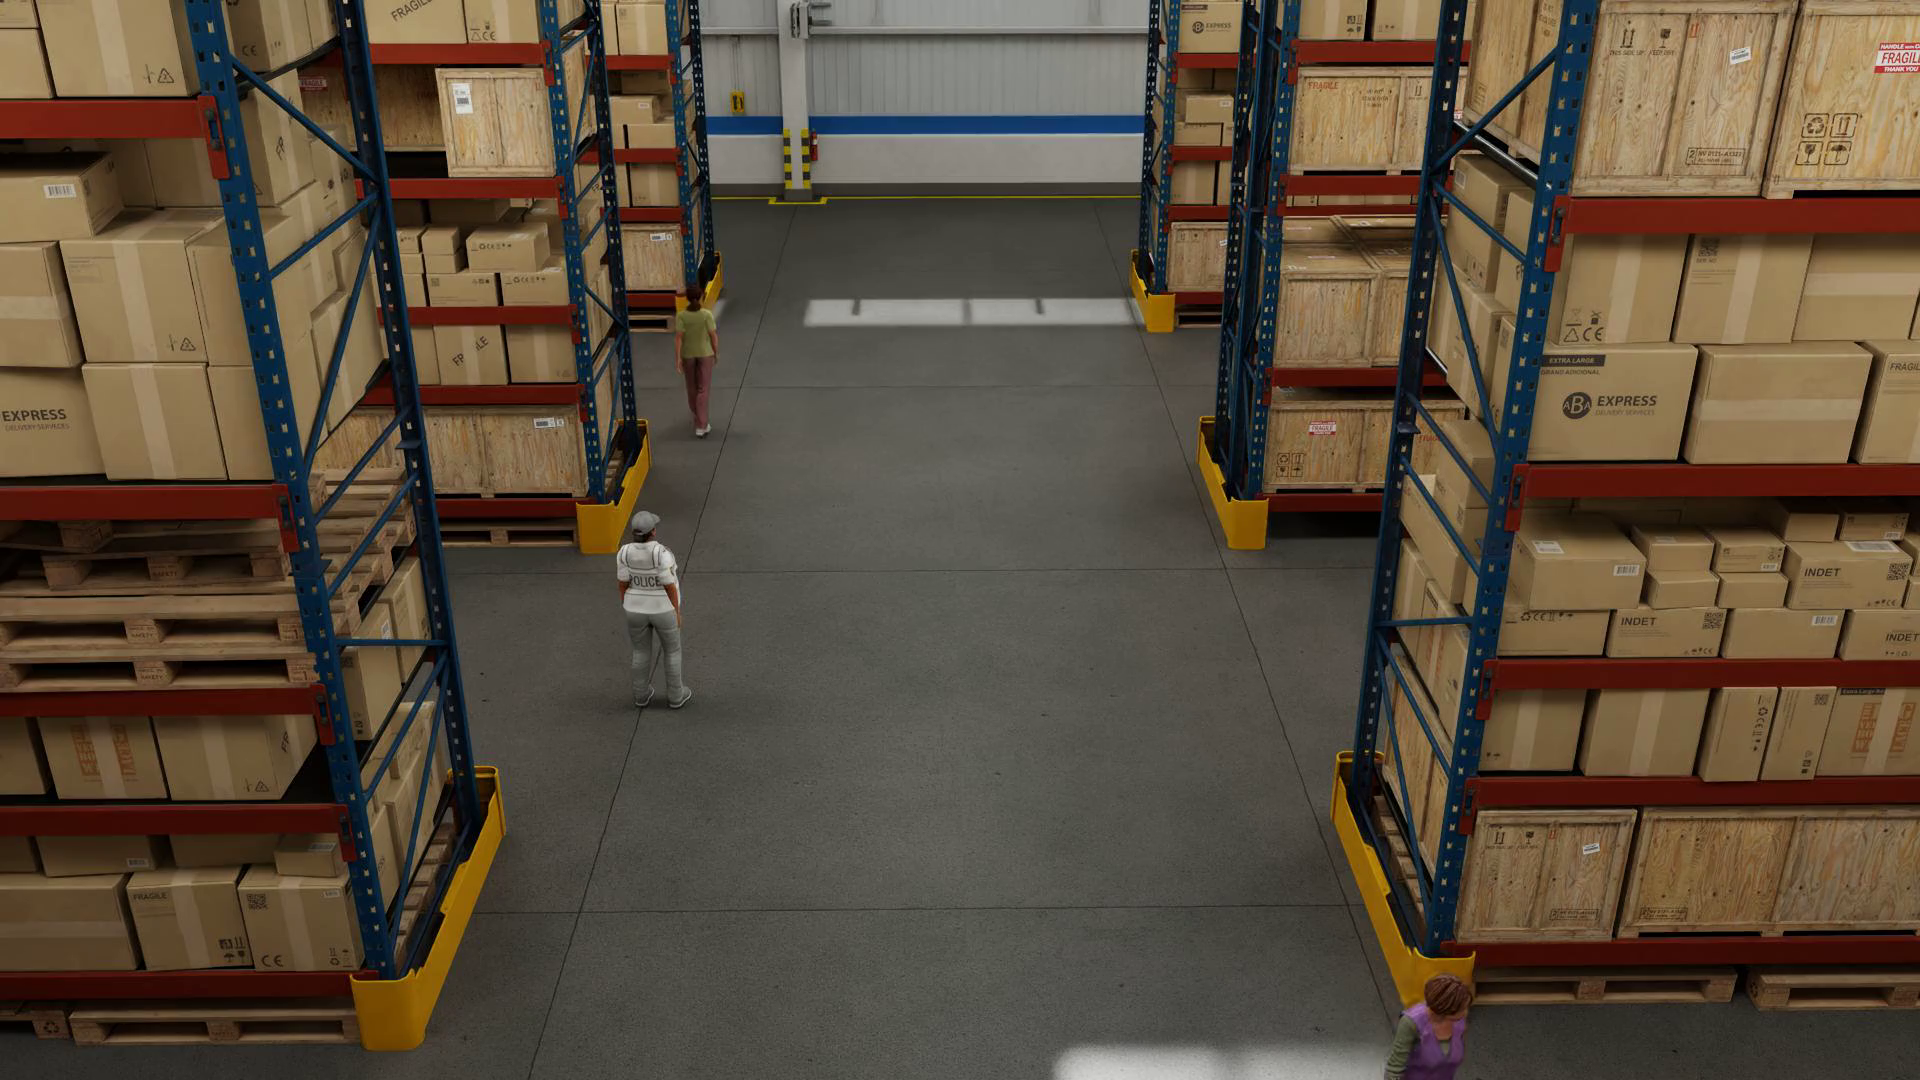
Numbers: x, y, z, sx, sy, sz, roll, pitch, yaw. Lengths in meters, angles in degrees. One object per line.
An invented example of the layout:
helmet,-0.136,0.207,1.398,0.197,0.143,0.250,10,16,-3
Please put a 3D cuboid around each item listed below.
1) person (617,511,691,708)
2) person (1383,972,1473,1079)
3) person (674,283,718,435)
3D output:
person,-2.375,0.534,12.858,0.462,1.662,0.396,3,25,7
person,2.252,2.734,8.249,0.424,1.577,0.840,-7,26,-14
person,-2.873,-2.060,18.370,0.441,1.654,0.859,0,25,1
